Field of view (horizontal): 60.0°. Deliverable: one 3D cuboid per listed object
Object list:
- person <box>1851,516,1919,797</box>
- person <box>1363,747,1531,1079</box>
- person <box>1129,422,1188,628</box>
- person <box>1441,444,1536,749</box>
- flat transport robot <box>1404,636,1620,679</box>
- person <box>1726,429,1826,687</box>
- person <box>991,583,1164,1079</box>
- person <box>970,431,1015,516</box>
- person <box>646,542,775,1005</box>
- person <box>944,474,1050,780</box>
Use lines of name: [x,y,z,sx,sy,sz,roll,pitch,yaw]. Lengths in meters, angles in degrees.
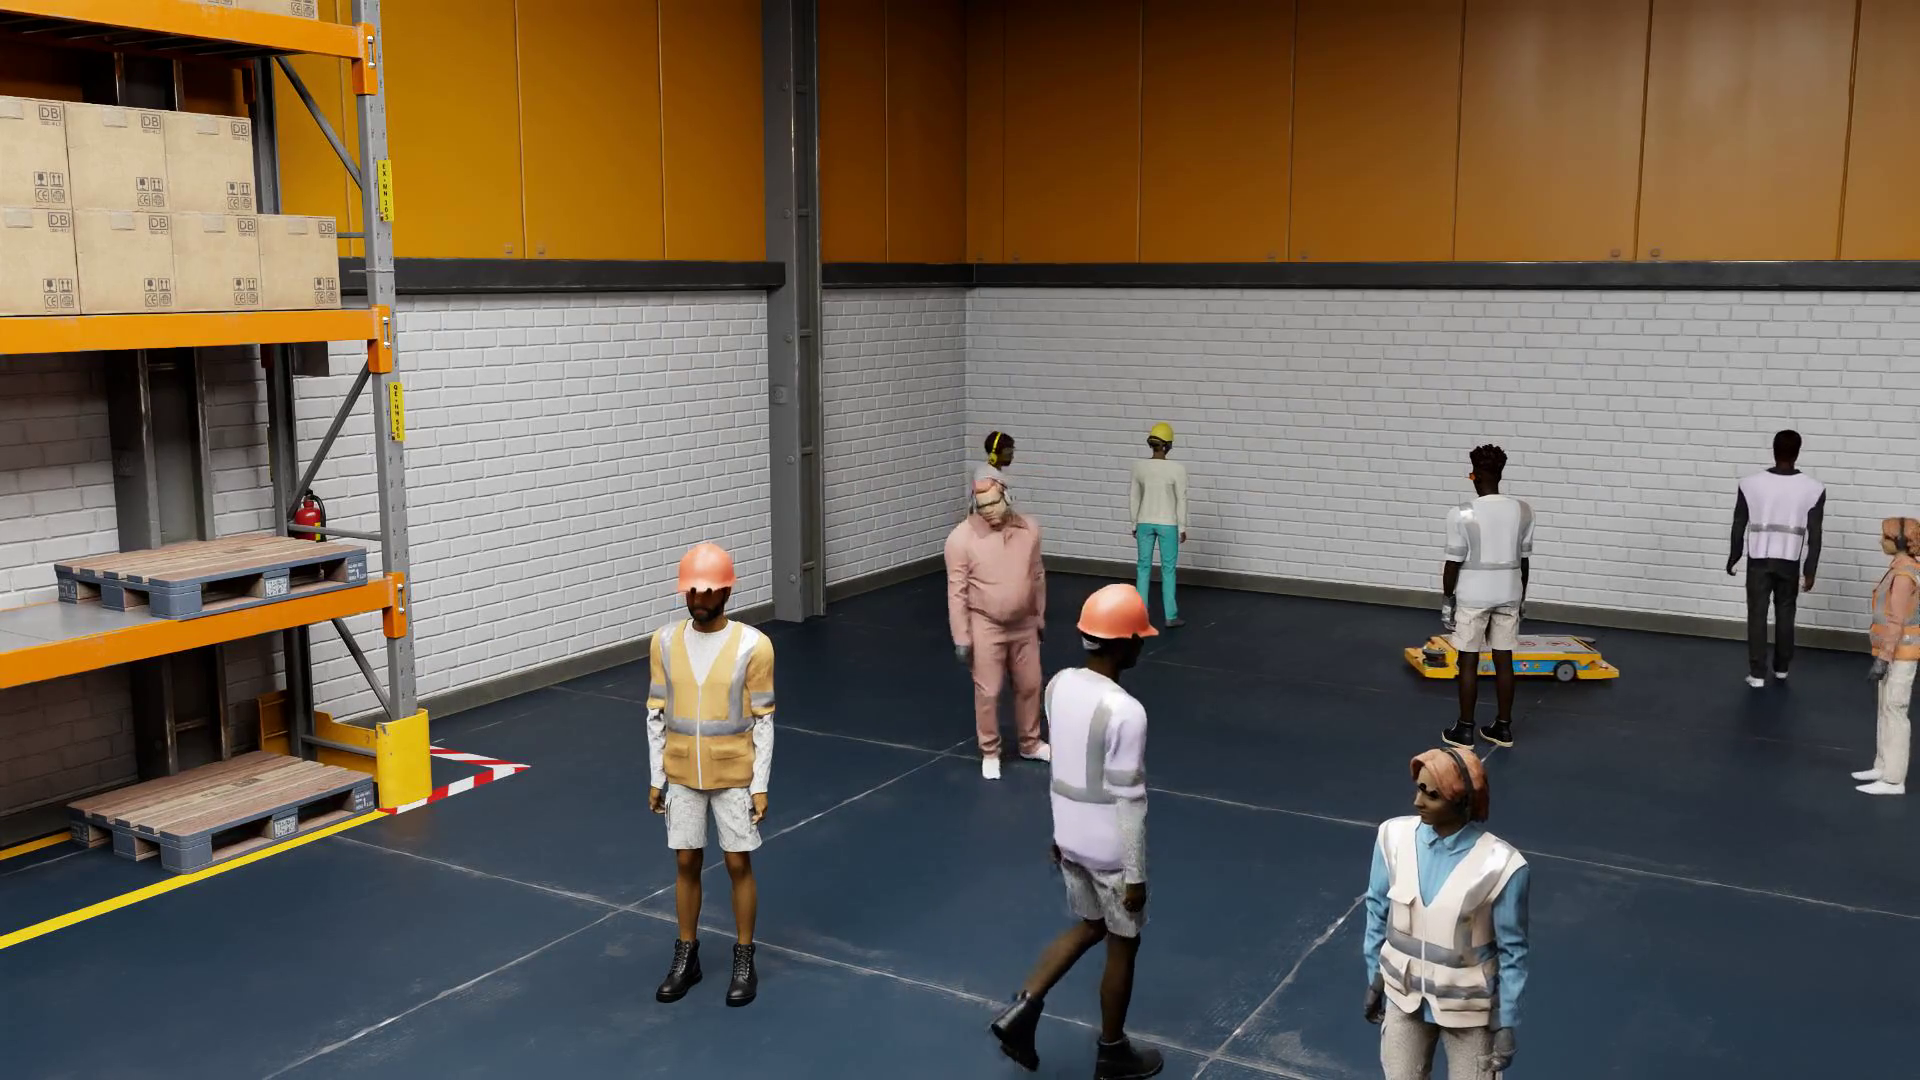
person: [5.445,0.673,9.678,0.314,1.638,0.524,5,10,28]
person: [1.460,1.416,5.042,0.515,1.636,0.314,9,13,43]
person: [1.702,-0.127,14.267,0.526,1.769,0.330,5,10,28]
person: [3.353,0.365,10.621,0.598,1.958,0.371,-1,9,-8]
flat transport robot: [4.174,0.881,12.628,1.431,0.197,0.652,0,9,1]
person: [6.021,0.127,12.311,0.610,1.912,0.599,3,10,19]
person: [0.467,1.106,6.098,0.601,1.917,0.556,-5,10,-29]
person: [0.237,0.050,12.990,0.382,1.827,0.633,-4,10,-25]
person: [-1.038,0.966,6.903,0.545,1.941,0.350,1,9,9]
person: [0.271,0.518,9.960,0.778,1.862,0.415,-6,11,-31]
